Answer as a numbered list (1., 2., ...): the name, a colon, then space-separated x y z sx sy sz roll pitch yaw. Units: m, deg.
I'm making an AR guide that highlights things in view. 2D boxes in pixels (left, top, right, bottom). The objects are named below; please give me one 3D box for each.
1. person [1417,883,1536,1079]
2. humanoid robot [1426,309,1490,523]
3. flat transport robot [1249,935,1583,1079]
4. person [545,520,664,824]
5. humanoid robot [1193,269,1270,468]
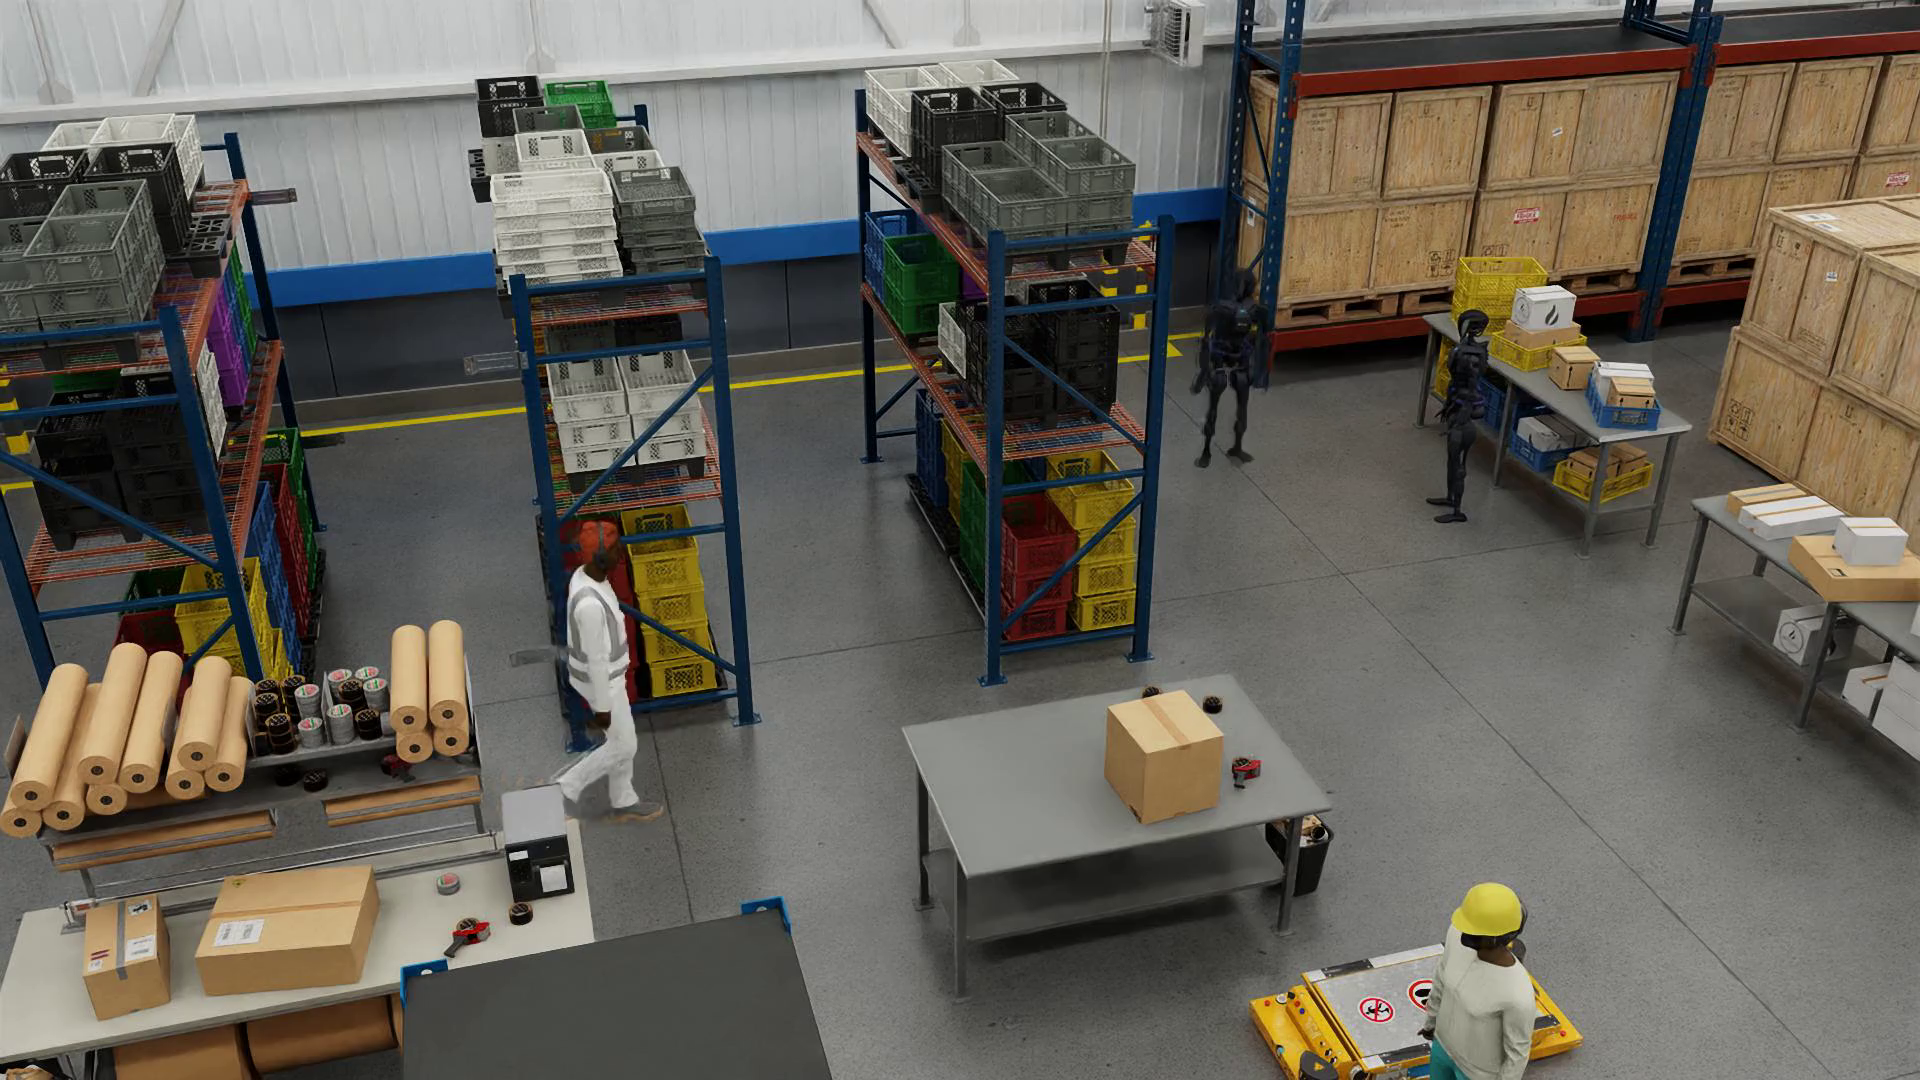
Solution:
1. person: 2.057 2.104 6.777 0.316 1.767 0.533 -11 31 -18
2. humanoid robot: 3.709 -0.929 12.374 0.324 1.658 0.601 2 29 4
3. flat transport robot: 2.184 2.282 7.980 1.431 0.197 0.652 -8 30 -14
4. person: -2.010 0.766 9.107 0.537 1.861 0.620 -5 29 -8
5. humanoid robot: 2.137 -1.354 13.163 0.610 1.643 0.379 -5 29 -9
